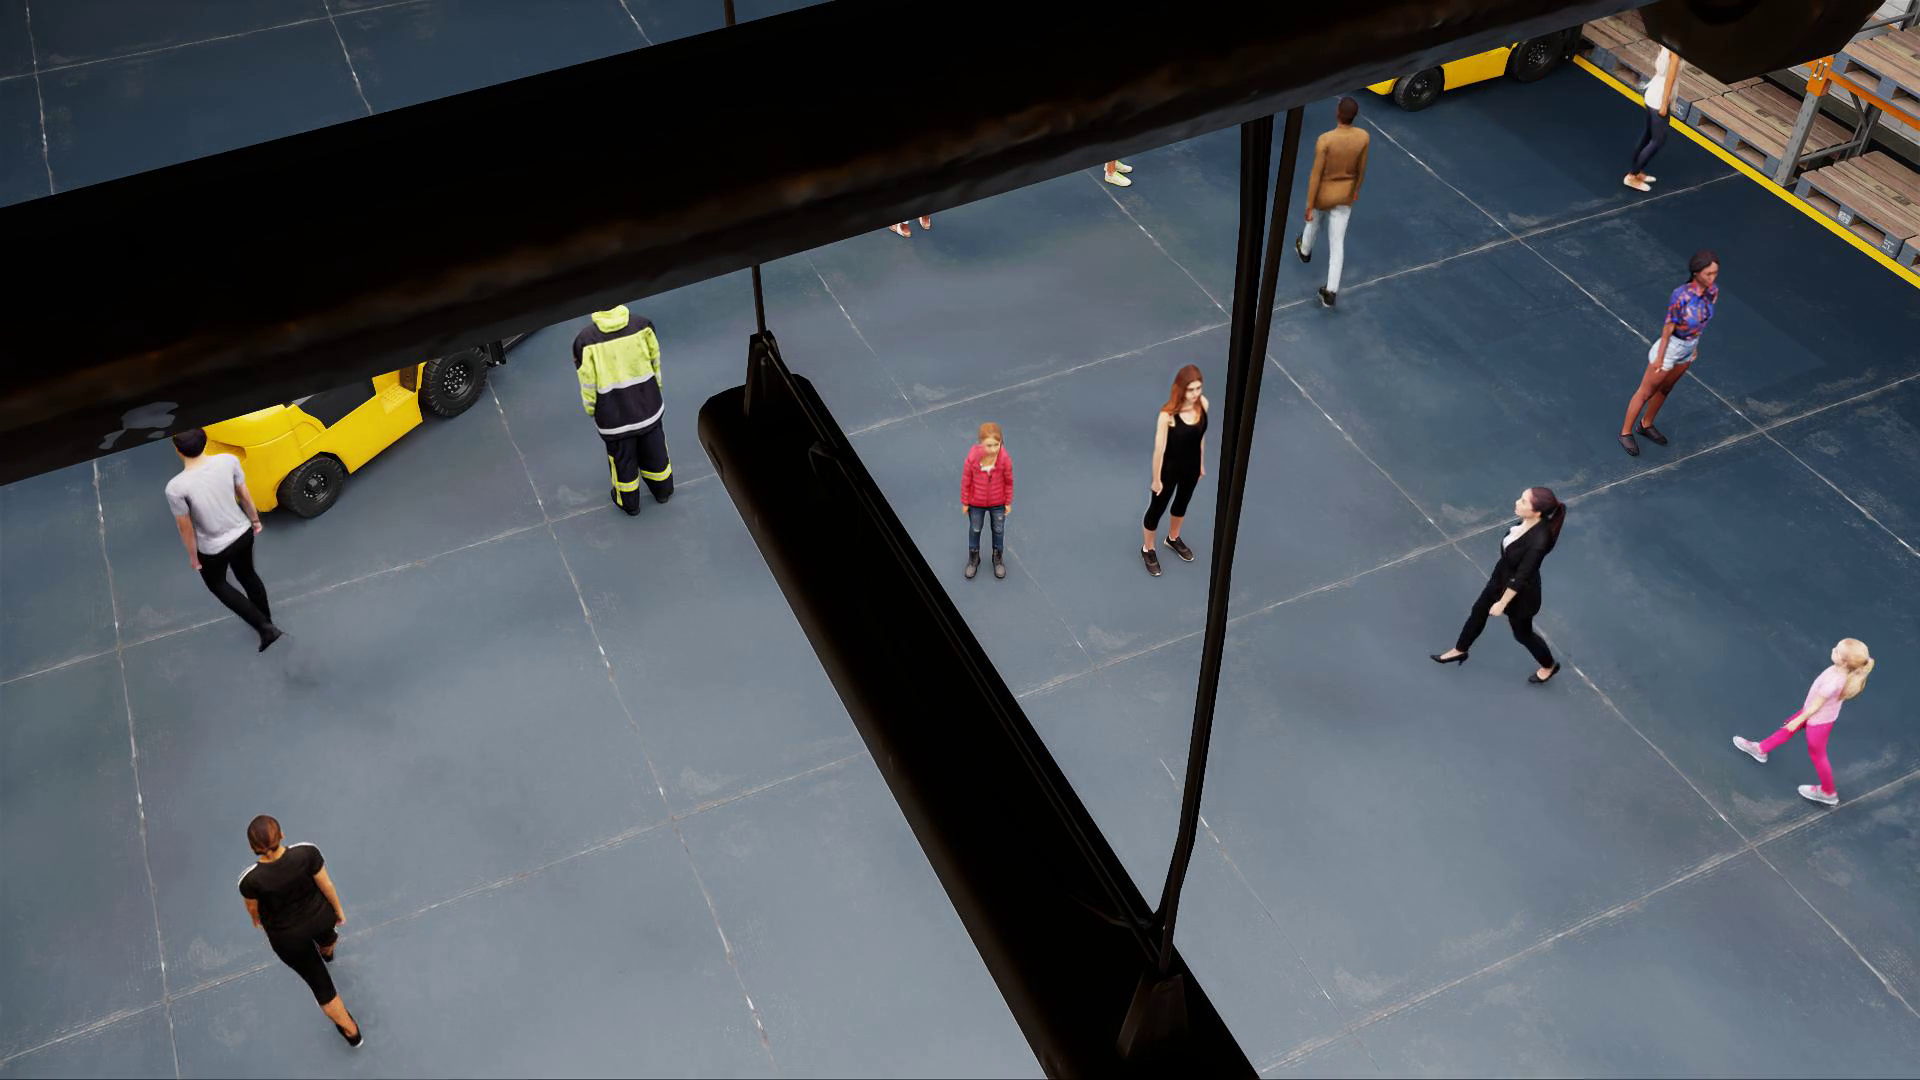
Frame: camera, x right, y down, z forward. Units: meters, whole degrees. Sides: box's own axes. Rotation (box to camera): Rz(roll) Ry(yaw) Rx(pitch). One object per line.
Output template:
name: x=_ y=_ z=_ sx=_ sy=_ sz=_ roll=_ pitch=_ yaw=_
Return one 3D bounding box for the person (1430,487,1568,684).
person: x=3.652 y=0.349 z=10.665 sx=1.037 sy=1.624 sz=1.084 roll=6 pitch=44 yaw=6

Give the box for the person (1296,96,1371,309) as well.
person: x=3.130 y=-2.787 z=13.854 sx=0.942 sy=1.765 sz=1.304 roll=-4 pitch=44 yaw=-4

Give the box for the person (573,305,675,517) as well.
person: x=-2.399 y=-1.031 z=11.854 sx=0.795 sy=1.982 sz=0.670 roll=-23 pitch=48 yaw=-22

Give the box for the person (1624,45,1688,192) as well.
person: x=6.318 y=-4.036 z=15.155 sx=0.801 sy=1.779 sz=0.717 roll=8 pitch=44 yaw=8

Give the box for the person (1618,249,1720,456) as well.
person: x=5.334 y=-1.412 z=12.427 sx=0.582 sy=1.742 sz=0.503 roll=-19 pitch=47 yaw=-19

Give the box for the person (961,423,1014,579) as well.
person: x=0.189 y=-0.285 z=11.552 sx=0.589 sy=1.317 sz=0.616 roll=0 pitch=44 yaw=0

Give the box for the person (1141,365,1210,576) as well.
person: x=1.505 y=-0.511 z=11.494 sx=0.589 sy=1.725 sz=0.527 roll=-21 pitch=48 yaw=-21

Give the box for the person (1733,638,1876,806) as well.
person: x=5.304 y=1.110 z=10.144 sx=0.984 sy=1.240 sz=0.736 roll=32 pitch=52 yaw=29

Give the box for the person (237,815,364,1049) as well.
person: x=-3.468 y=2.095 z=8.832 sx=0.785 sy=1.623 sz=1.144 roll=-30 pitch=51 yaw=-28

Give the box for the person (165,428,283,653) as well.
person: x=-4.750 y=0.035 z=10.830 sx=0.957 sy=1.849 sz=0.874 roll=28 pitch=50 yaw=26
